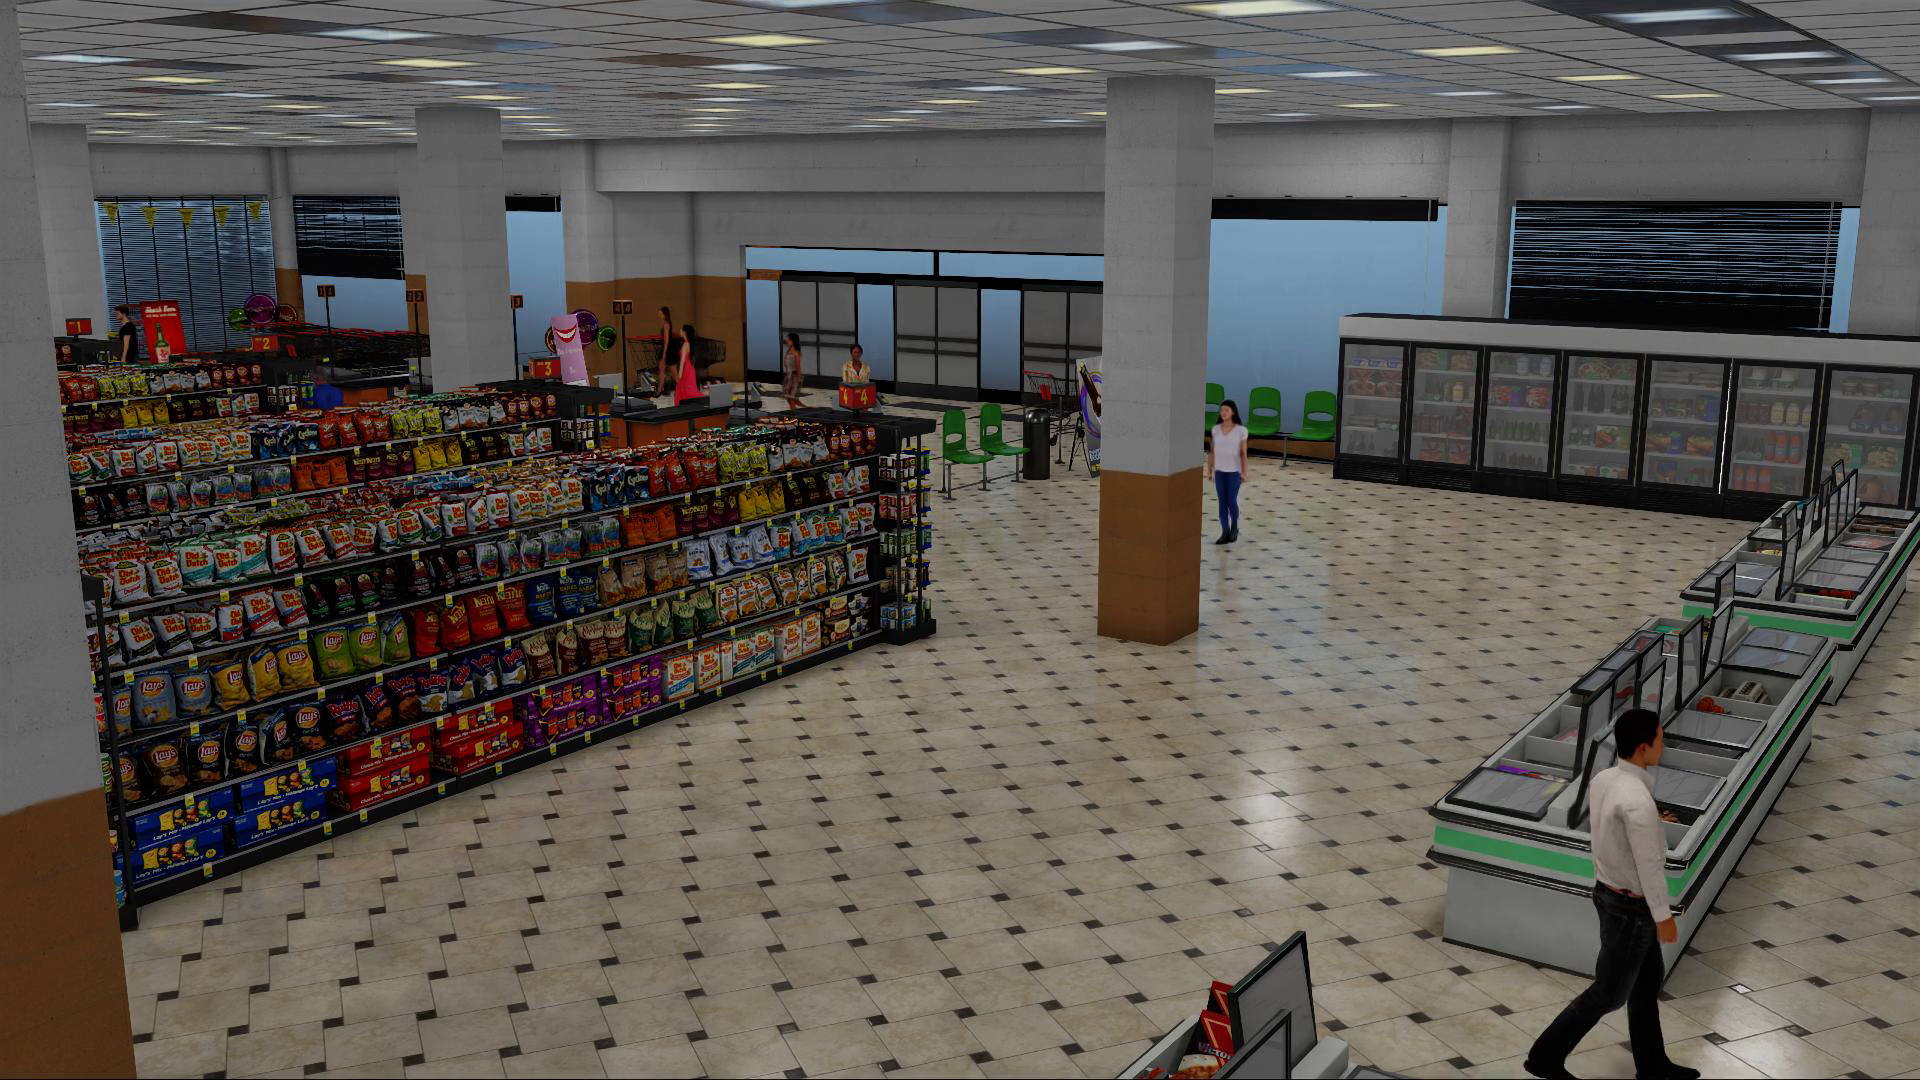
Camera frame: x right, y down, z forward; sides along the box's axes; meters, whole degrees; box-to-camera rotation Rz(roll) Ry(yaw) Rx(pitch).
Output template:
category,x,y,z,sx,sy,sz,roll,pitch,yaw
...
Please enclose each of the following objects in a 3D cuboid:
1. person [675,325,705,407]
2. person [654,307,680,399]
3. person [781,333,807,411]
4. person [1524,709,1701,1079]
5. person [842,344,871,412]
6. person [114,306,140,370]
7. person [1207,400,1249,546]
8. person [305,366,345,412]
category,x,y,z,sx,sy,sz,roll,pitch,yaw
person,-4.712,-2.899,29.175,0.979,1.700,1.041,1,12,6
person,-5.600,-3.619,32.372,0.975,1.792,0.871,-2,12,-10
person,-2.781,-2.719,28.493,0.983,1.629,0.801,-9,15,-35
person,2.887,1.645,7.400,1.008,1.780,1.084,2,12,8
person,-1.550,-2.039,24.868,0.657,1.794,0.742,-4,12,-17
person,-15.616,-3.470,31.466,1.123,1.874,0.970,-6,13,-27
person,3.117,-0.763,19.098,0.610,1.673,0.568,8,14,32
person,-8.139,-1.318,21.446,0.777,1.791,1.047,9,15,35
